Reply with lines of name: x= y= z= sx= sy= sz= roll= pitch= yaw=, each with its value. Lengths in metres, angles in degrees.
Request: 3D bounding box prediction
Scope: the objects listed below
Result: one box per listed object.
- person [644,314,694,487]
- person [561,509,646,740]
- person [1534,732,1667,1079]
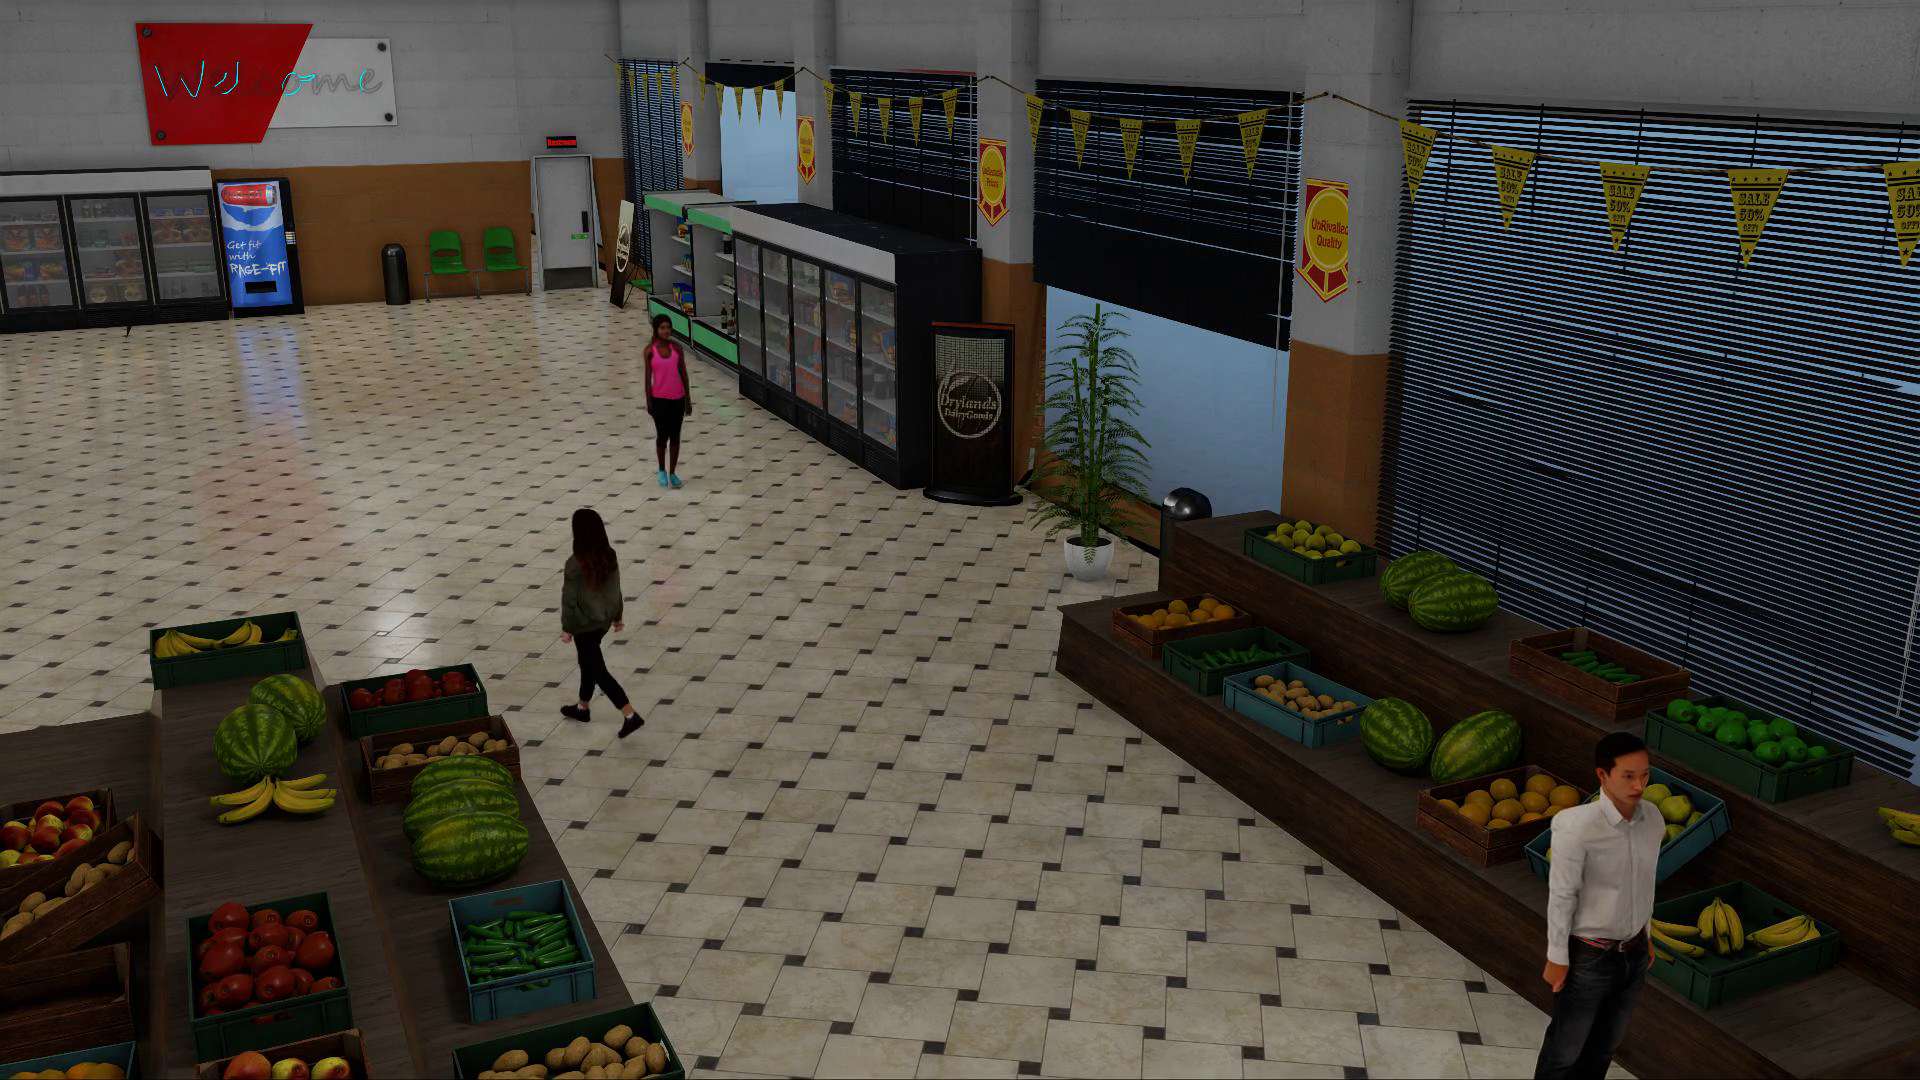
person: x=-2.872 y=-1.369 z=16.233 sx=0.552 sy=1.708 sz=0.586 roll=-8 pitch=19 yaw=-24
person: x=-2.241 y=0.546 z=10.379 sx=1.087 sy=1.445 sz=0.936 roll=10 pitch=19 yaw=29
person: x=2.446 y=1.570 z=6.381 sx=0.665 sy=1.811 sz=0.541 roll=-7 pitch=18 yaw=-22
